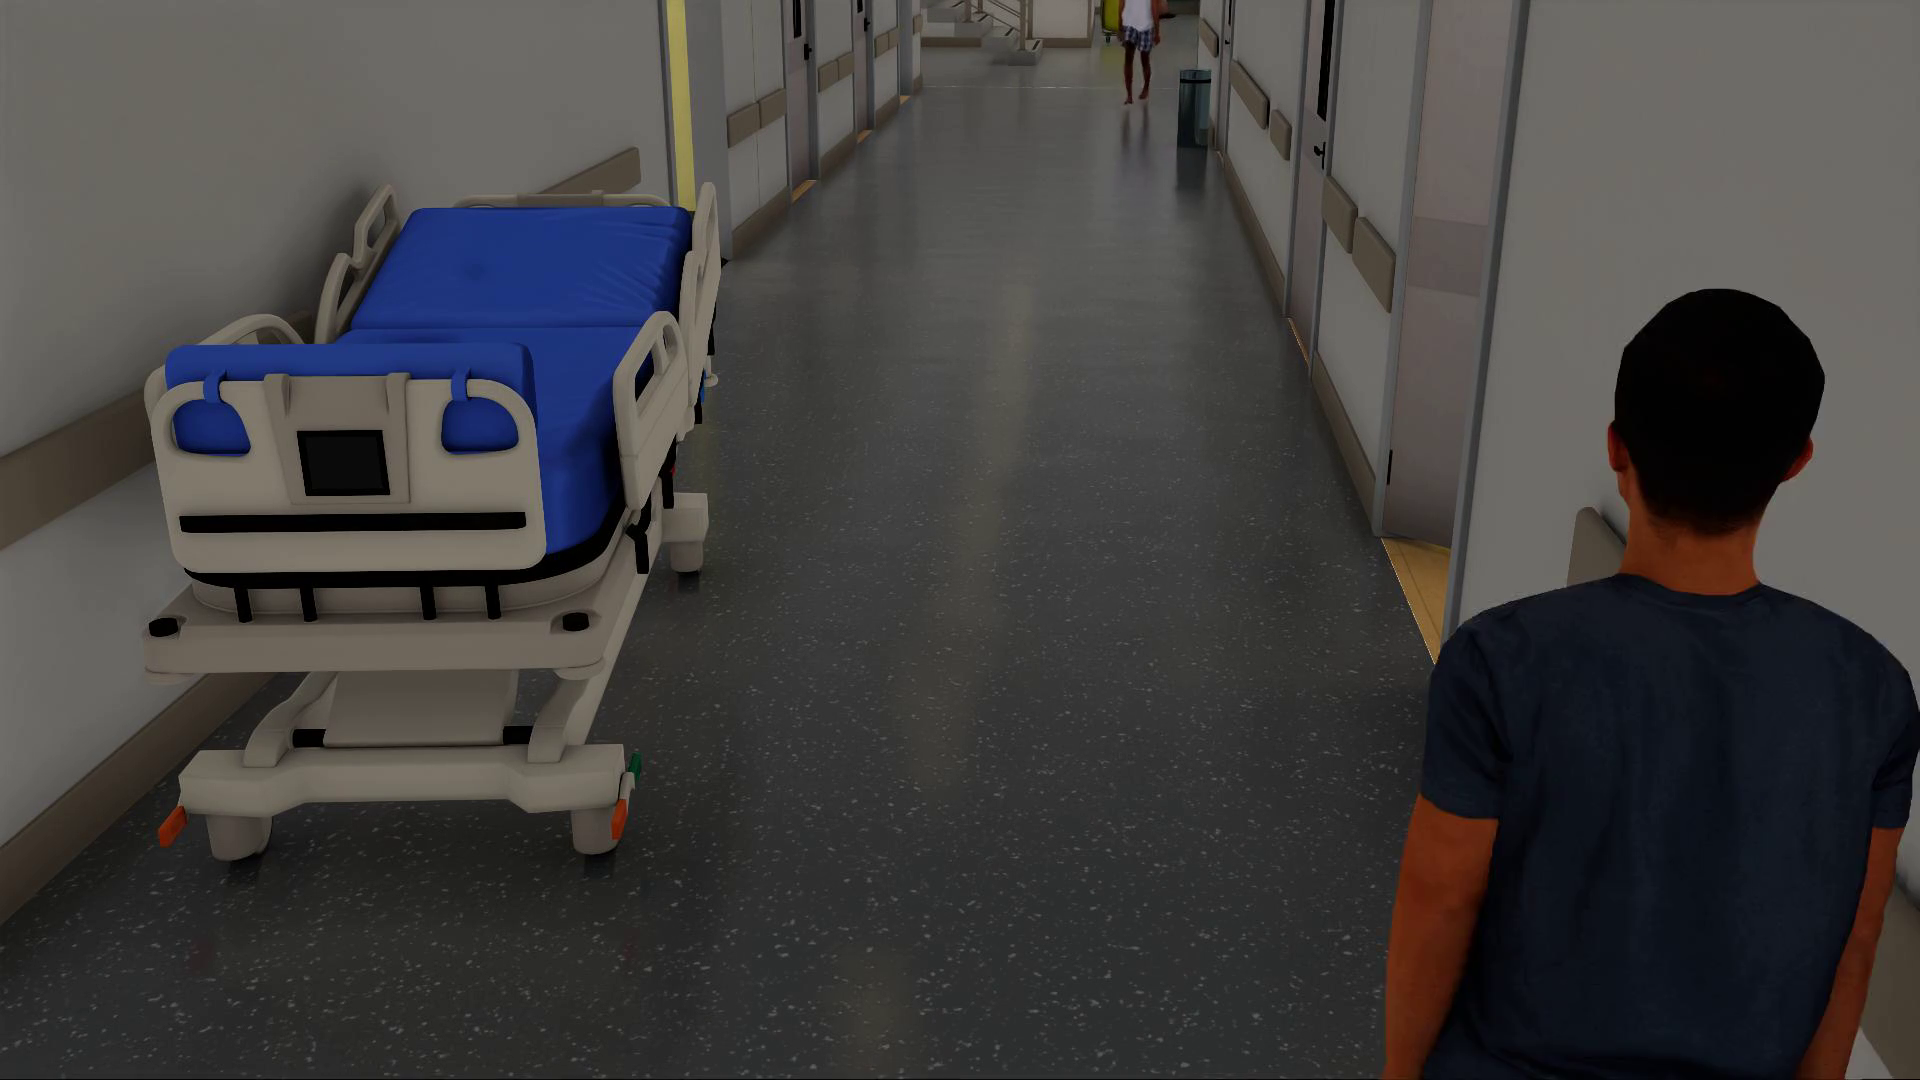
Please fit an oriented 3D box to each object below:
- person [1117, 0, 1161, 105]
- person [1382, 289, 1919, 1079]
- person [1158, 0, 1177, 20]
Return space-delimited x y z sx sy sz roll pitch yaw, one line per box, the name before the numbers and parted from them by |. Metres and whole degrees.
person | 2.089 -5.925 19.327 1.094 1.682 0.875 6 22 16
person | 0.705 0.660 1.782 0.806 1.795 0.727 1 21 2
person | 4.328 -12.030 35.103 0.731 1.925 0.779 -6 21 -14
